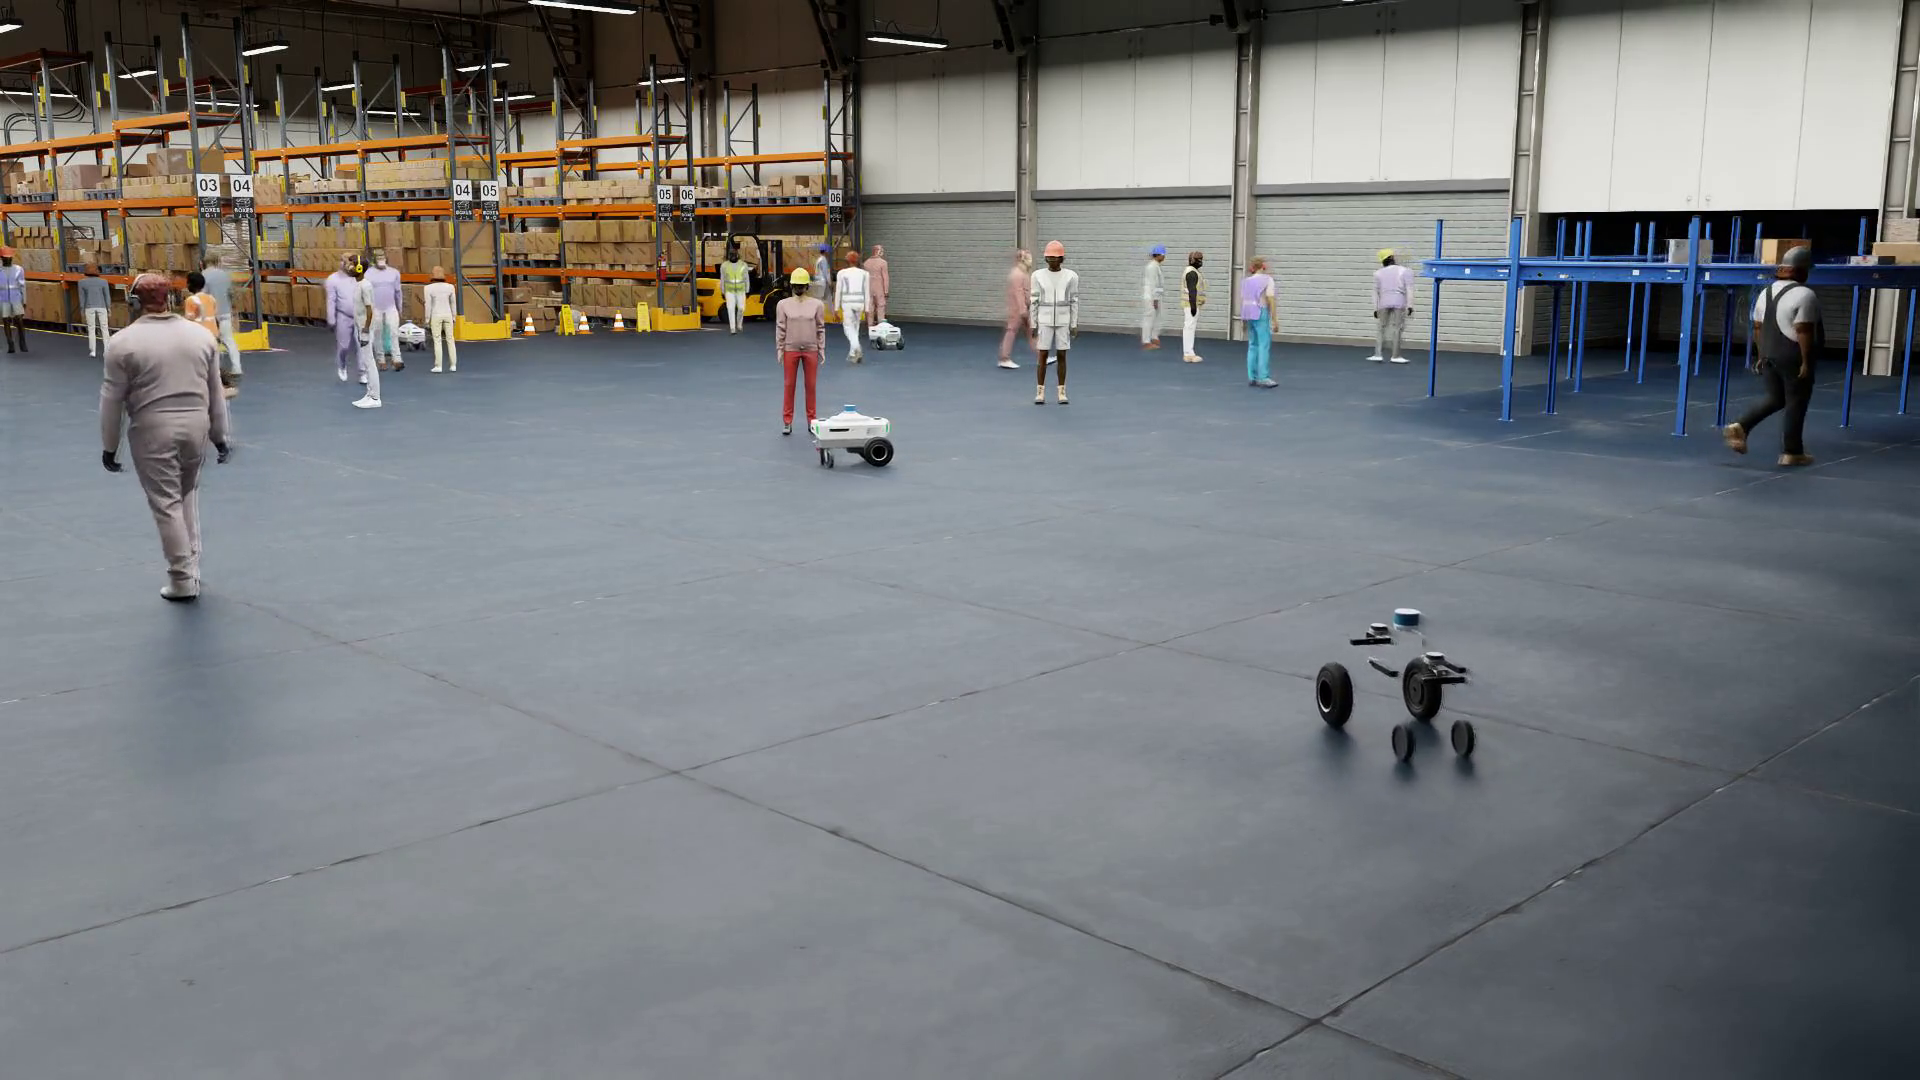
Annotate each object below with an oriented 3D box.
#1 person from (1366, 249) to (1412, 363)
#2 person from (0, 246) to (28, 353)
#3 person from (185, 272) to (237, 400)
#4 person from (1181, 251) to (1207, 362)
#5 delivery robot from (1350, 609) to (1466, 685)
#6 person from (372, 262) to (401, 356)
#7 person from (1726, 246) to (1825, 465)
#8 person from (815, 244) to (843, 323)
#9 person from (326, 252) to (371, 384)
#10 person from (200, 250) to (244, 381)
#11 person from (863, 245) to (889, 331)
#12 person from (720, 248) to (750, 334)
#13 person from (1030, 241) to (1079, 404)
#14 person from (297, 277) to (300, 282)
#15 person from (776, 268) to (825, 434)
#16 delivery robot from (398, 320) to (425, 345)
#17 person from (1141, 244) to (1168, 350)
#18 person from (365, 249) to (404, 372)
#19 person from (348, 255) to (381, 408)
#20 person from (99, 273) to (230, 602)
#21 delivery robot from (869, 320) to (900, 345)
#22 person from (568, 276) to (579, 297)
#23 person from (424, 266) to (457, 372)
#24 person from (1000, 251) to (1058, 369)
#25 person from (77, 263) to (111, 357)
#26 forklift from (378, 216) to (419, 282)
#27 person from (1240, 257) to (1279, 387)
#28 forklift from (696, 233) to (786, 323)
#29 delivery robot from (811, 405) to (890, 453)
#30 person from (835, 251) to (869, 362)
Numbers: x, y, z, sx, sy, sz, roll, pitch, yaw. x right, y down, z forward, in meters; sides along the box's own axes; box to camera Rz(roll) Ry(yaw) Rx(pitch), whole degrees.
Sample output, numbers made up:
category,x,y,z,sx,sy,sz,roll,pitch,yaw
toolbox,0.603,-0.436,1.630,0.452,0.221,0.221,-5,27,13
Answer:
category,x,y,z,sx,sy,sz,roll,pitch,yaw
person,7.185,-3.890,27.695,0.686,1.880,0.372,4,11,21
person,-17.126,-4.319,29.963,0.572,1.905,0.835,-6,12,-30
person,-9.703,-2.616,21.367,0.882,1.651,0.545,1,10,7
person,3.932,-3.933,28.028,0.430,1.841,0.624,1,10,6
delivery robot,1.879,0.408,7.008,0.335,0.223,0.698,-2,11,-11
person,-10.262,-4.123,29.318,0.620,1.748,0.527,1,10,8
person,7.615,-1.695,15.386,0.729,2.000,0.692,-2,11,-9
person,-3.167,-6.126,39.819,0.976,1.897,0.627,-1,10,-6
person,-8.743,-3.188,23.854,0.647,1.872,0.819,-7,12,-32
person,-10.949,-3.275,24.313,0.986,1.882,0.647,5,11,25
person,-1.722,-5.217,34.864,0.643,1.902,0.400,8,13,38
person,-4.862,-5.373,35.890,0.653,1.831,0.436,-2,11,-11
person,1.188,-2.738,20.955,0.611,2.040,0.393,0,10,0
person,-19.734,-7.875,49.254,0.368,1.935,0.552,-2,11,-13
person,-1.693,-2.012,17.753,0.528,1.765,0.328,-2,11,-10
delivery robot,-10.198,-3.827,30.810,0.477,0.478,0.707,-8,13,-38
person,3.624,-4.492,30.798,0.567,1.934,0.663,3,11,16
person,-8.955,-3.553,25.826,0.653,1.881,1.010,-6,12,-31
person,-7.372,-2.576,20.539,0.326,1.874,0.519,-5,11,-25
person,-4.693,-0.602,9.717,0.689,1.883,0.680,8,13,36
delivery robot,-1.413,-3.880,31.103,0.477,0.478,0.707,-6,12,-30
person,-10.644,-7.078,45.467,0.483,1.737,0.320,4,11,20
person,-8.060,-3.426,25.817,0.498,1.634,0.278,-8,13,-36
person,1.088,-3.651,26.425,0.991,1.853,0.665,3,11,17
person,-15.117,-4.025,29.090,0.497,1.633,0.284,-5,11,-25
forklift,-17.868,-9.201,54.028,1.873,2.768,1.129,-10,14,-44
person,4.231,-3.067,23.427,0.381,1.796,0.791,-7,12,-32
forklift,-5.496,-6.489,41.108,2.313,2.155,1.214,-10,14,-44
delivery robot,-1.024,-1.017,15.486,0.707,0.478,0.477,-2,11,-11
person,-1.772,-3.879,27.693,0.584,1.860,0.815,-5,11,-23
